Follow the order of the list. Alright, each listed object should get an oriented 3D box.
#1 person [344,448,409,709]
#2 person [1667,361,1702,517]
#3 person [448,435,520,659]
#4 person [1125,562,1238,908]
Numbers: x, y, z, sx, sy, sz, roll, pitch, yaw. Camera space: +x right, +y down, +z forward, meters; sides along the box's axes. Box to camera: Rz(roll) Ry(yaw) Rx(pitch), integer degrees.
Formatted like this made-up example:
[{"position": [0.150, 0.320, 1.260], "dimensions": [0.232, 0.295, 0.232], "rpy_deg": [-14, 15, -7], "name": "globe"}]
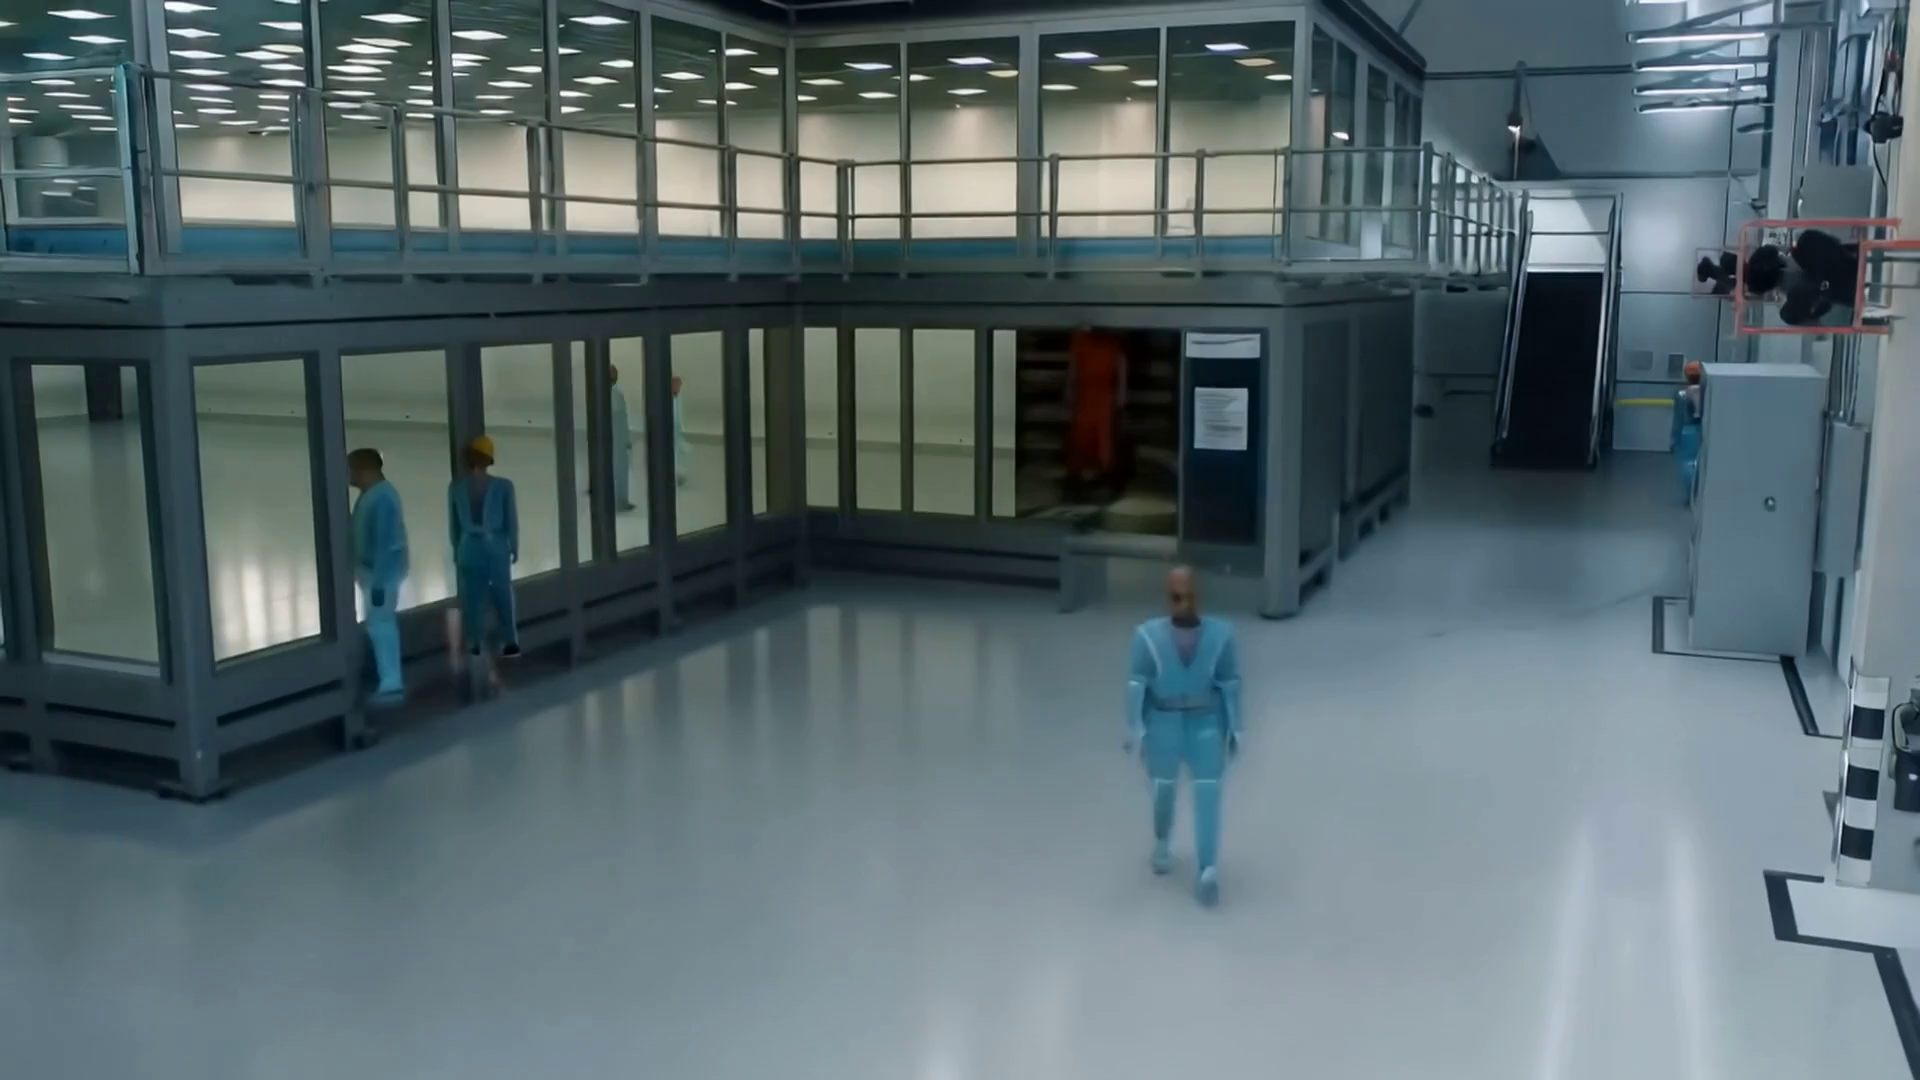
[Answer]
[{"position": [-4.095, 0.264, 11.681], "dimensions": [0.431, 1.829, 0.635], "rpy_deg": [-3, 10, -18], "name": "person"}, {"position": [9.119, -1.254, 20.680], "dimensions": [0.603, 1.945, 0.390], "rpy_deg": [-2, 9, -12], "name": "person"}, {"position": [-3.748, 0.060, 13.123], "dimensions": [0.523, 1.769, 0.322], "rpy_deg": [-1, 9, -8], "name": "person"}, {"position": [1.076, 0.934, 8.059], "dimensions": [0.552, 1.653, 0.850], "rpy_deg": [1, 9, 5], "name": "person"}]
